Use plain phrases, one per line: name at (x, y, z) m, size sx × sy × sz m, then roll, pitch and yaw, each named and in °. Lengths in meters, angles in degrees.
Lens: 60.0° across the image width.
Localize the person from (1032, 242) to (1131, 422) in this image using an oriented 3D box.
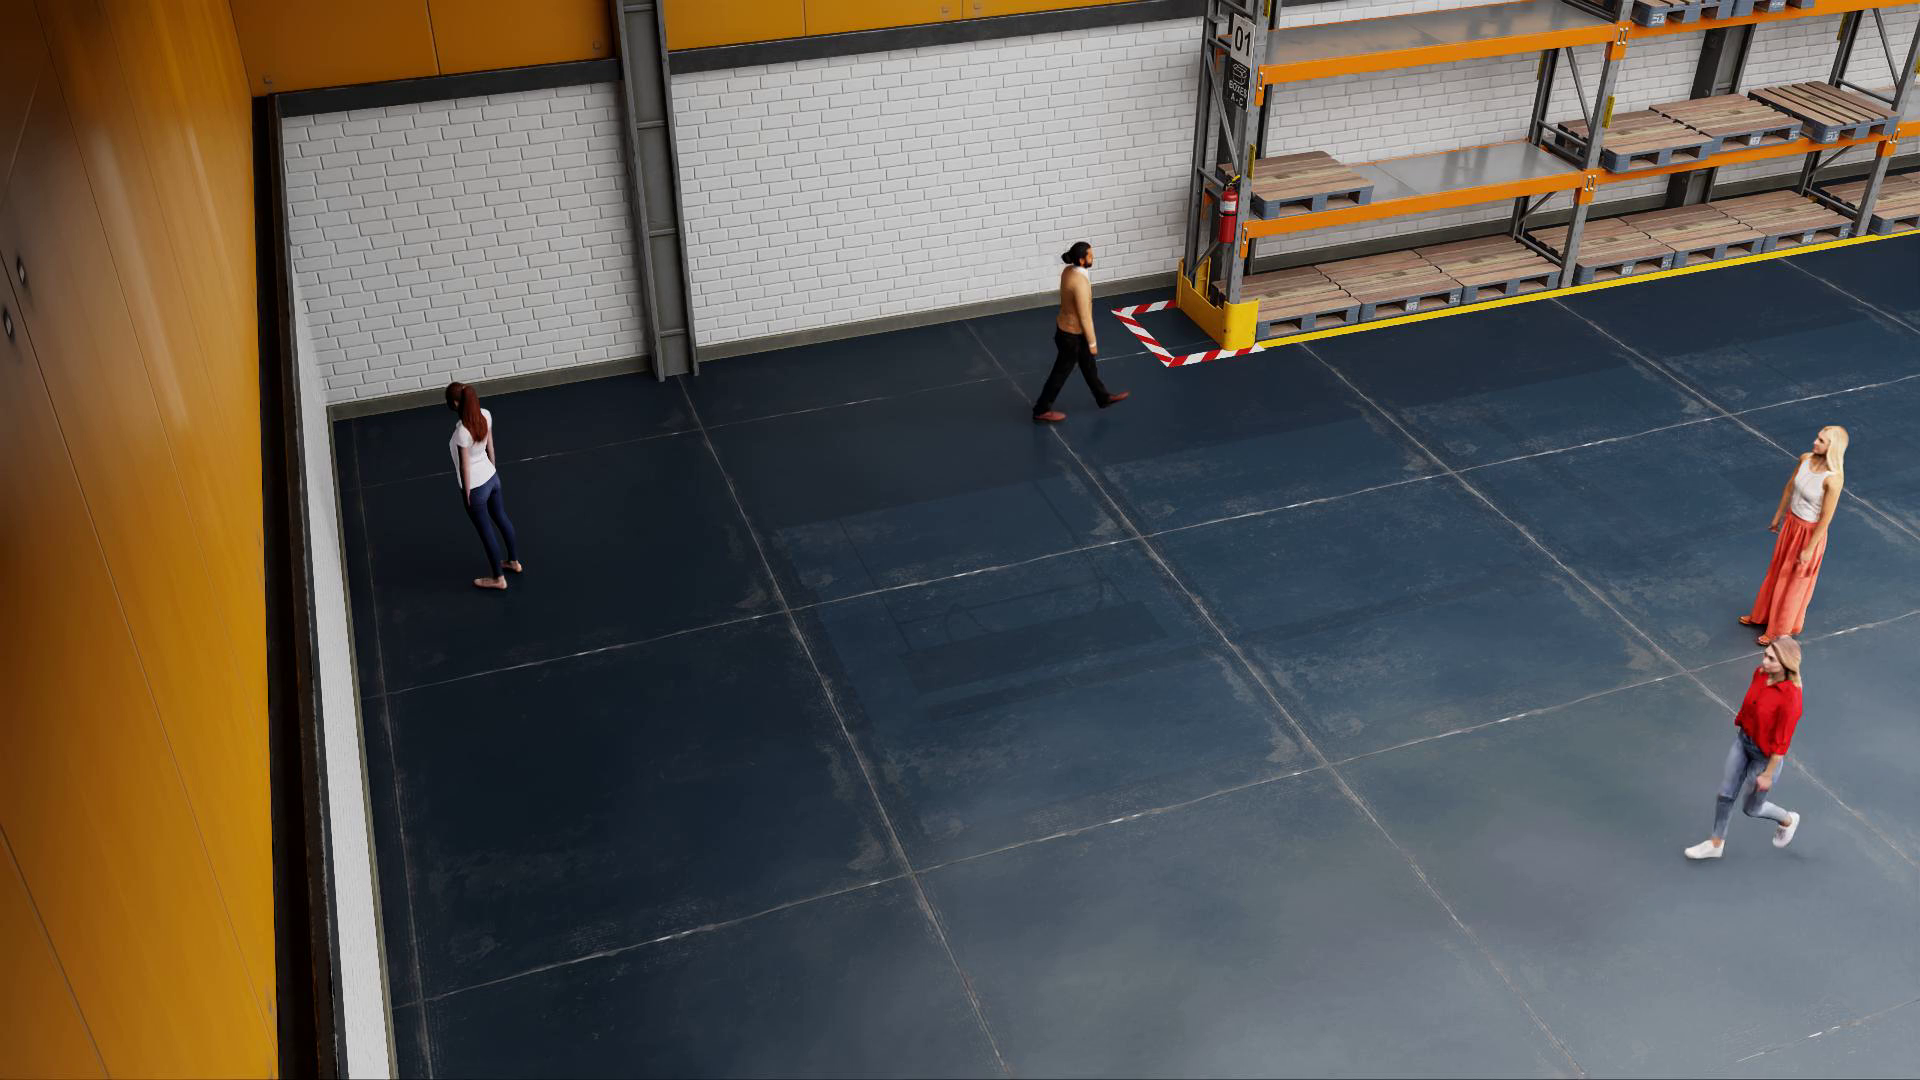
person at (0.933, -1.813, 14.841) m, size 1.229 × 1.704 × 0.883 m, roll -3°, pitch 34°, yaw -5°

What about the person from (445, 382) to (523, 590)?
person at (-3.647, -0.423, 12.723) m, size 0.680 × 1.734 × 0.638 m, roll 10°, pitch 35°, yaw 15°

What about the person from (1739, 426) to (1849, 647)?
person at (6.114, -0.038, 12.082) m, size 0.651 × 1.803 × 0.683 m, roll -4°, pitch 34°, yaw -5°

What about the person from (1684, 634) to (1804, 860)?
person at (4.946, 1.306, 10.162) m, size 0.962 × 1.689 × 0.731 m, roll -5°, pitch 34°, yaw -7°
